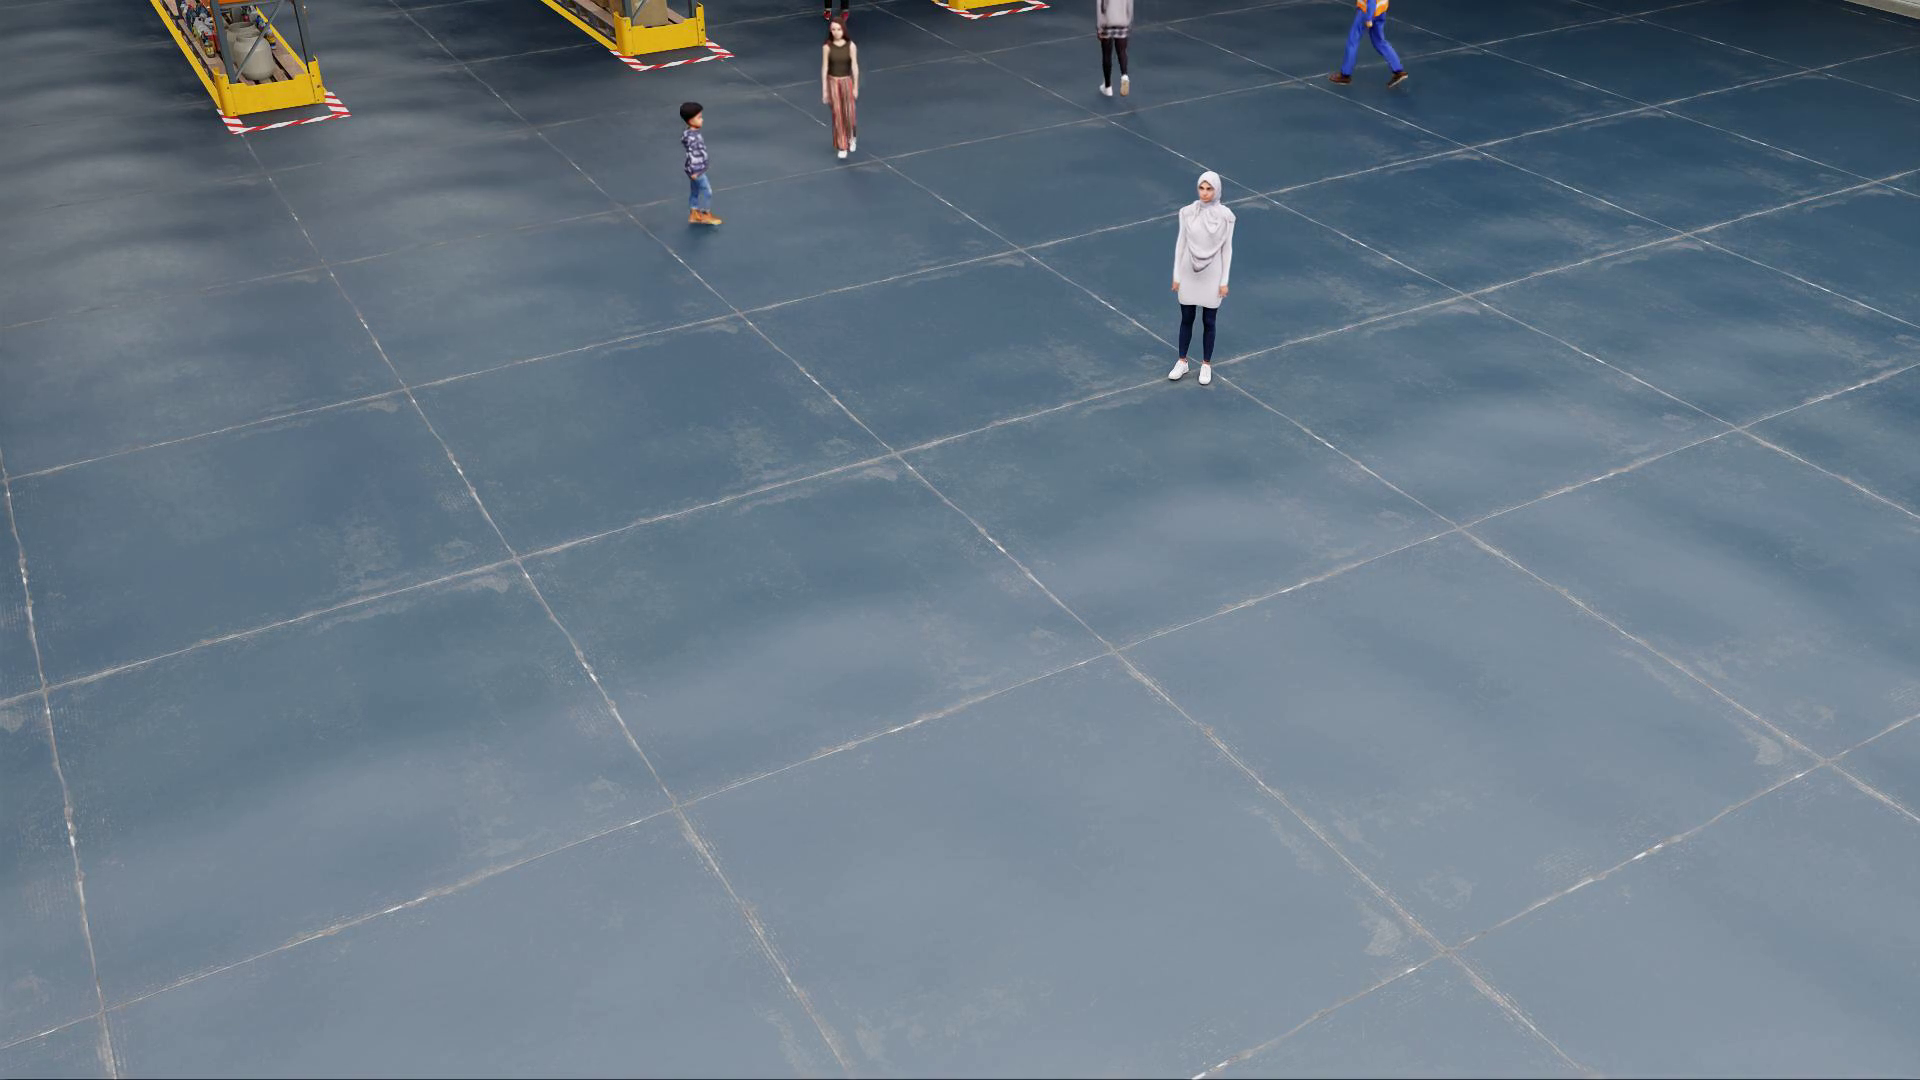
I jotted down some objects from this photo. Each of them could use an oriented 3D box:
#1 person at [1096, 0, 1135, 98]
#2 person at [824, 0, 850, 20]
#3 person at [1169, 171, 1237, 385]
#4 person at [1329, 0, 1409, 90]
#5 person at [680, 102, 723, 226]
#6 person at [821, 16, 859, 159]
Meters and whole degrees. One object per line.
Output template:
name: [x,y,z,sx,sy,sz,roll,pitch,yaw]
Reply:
person: [1.884,-6.150,19.913,0.802,1.762,1.017,-7,33,-11]
person: [-1.751,-8.140,23.070,0.756,1.759,0.731,-4,33,-7]
person: [1.968,-2.136,13.537,0.671,1.775,0.746,10,34,16]
person: [5.098,-6.378,20.215,1.313,1.825,1.012,21,38,30]
person: [-2.678,-3.746,16.590,0.693,1.242,0.631,1,32,2]
person: [-1.316,-4.997,18.283,0.709,1.551,0.784,1,32,1]
